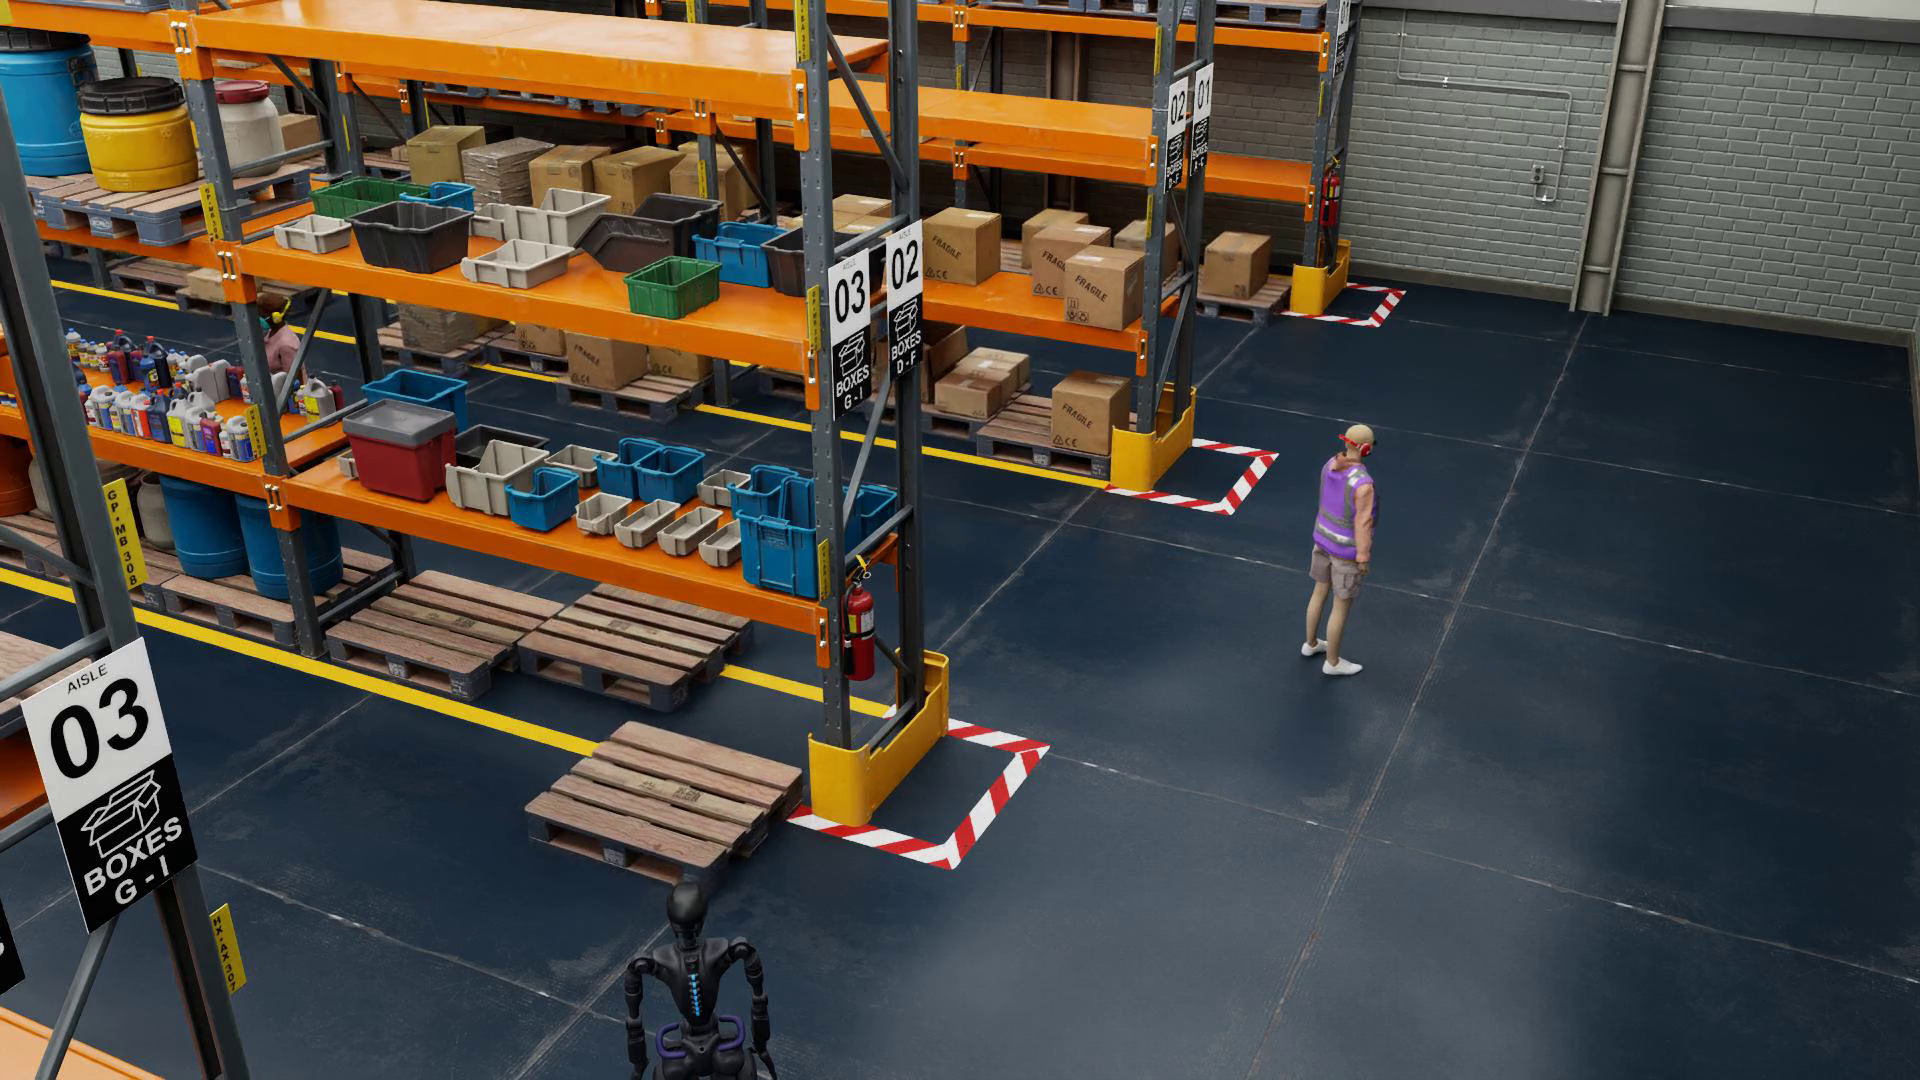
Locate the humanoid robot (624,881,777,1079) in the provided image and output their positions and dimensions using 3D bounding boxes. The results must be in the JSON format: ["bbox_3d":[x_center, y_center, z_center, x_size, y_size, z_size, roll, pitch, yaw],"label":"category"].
[{"bbox_3d":[-1.024,2.050,6.546,0.599,1.657,0.315,-6,27,-11],"label":"humanoid robot"}]

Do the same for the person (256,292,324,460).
[{"bbox_3d":[-5.084,-1.019,12.641,0.332,1.801,0.513,-18,31,-32],"label":"person"}]

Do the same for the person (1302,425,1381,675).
[{"bbox_3d":[2.428,0.057,10.590,0.347,1.688,0.490,-10,28,-20],"label":"person"}]
